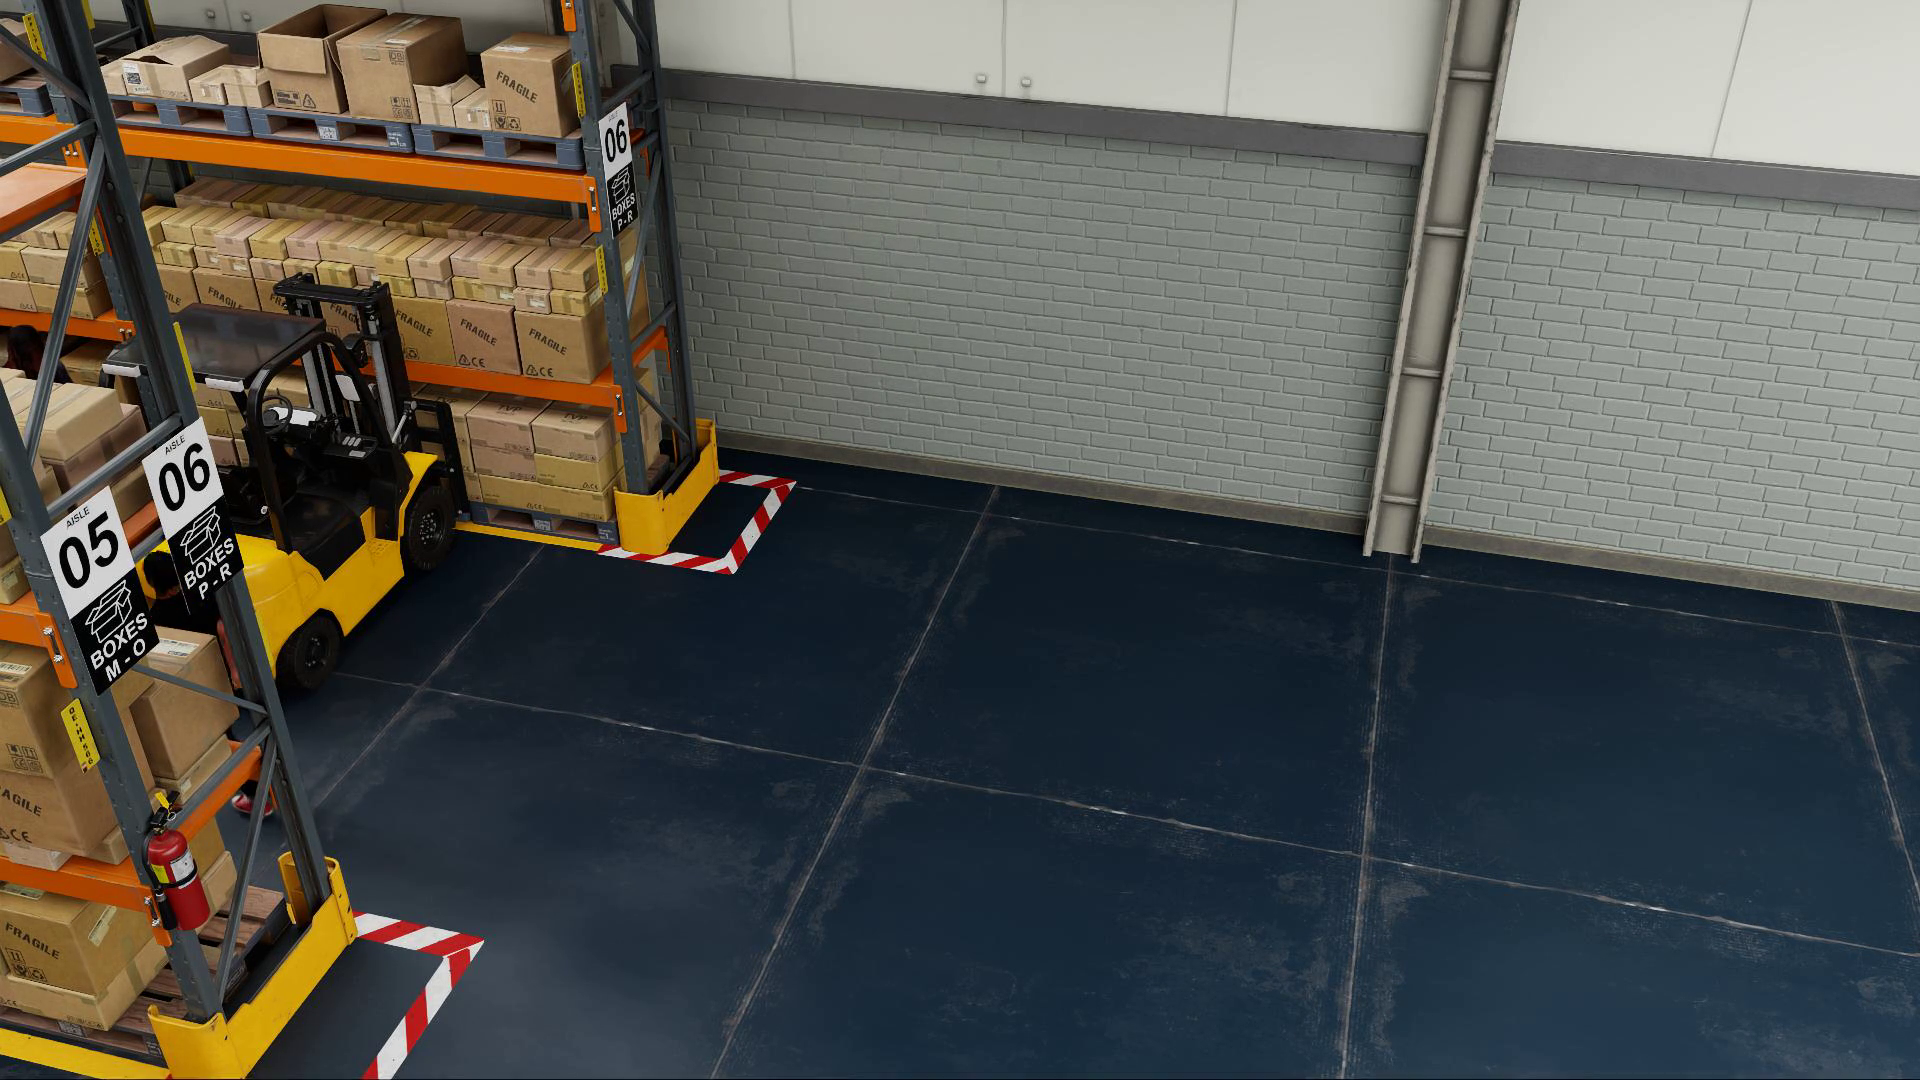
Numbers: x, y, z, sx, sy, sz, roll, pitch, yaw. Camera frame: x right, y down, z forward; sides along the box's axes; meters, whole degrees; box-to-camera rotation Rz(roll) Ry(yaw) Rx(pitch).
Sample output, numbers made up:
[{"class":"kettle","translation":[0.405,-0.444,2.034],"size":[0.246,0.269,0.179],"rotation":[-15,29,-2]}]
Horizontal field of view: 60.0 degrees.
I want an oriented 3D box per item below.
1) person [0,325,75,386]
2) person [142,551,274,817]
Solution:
[{"class":"person","translation":[-6.511,-0.804,11.976],"size":[0.662,1.634,0.777],"rotation":[-7,34,-11]},{"class":"person","translation":[-4.210,0.848,9.349],"size":[1.055,1.729,0.679],"rotation":[11,35,17]}]
